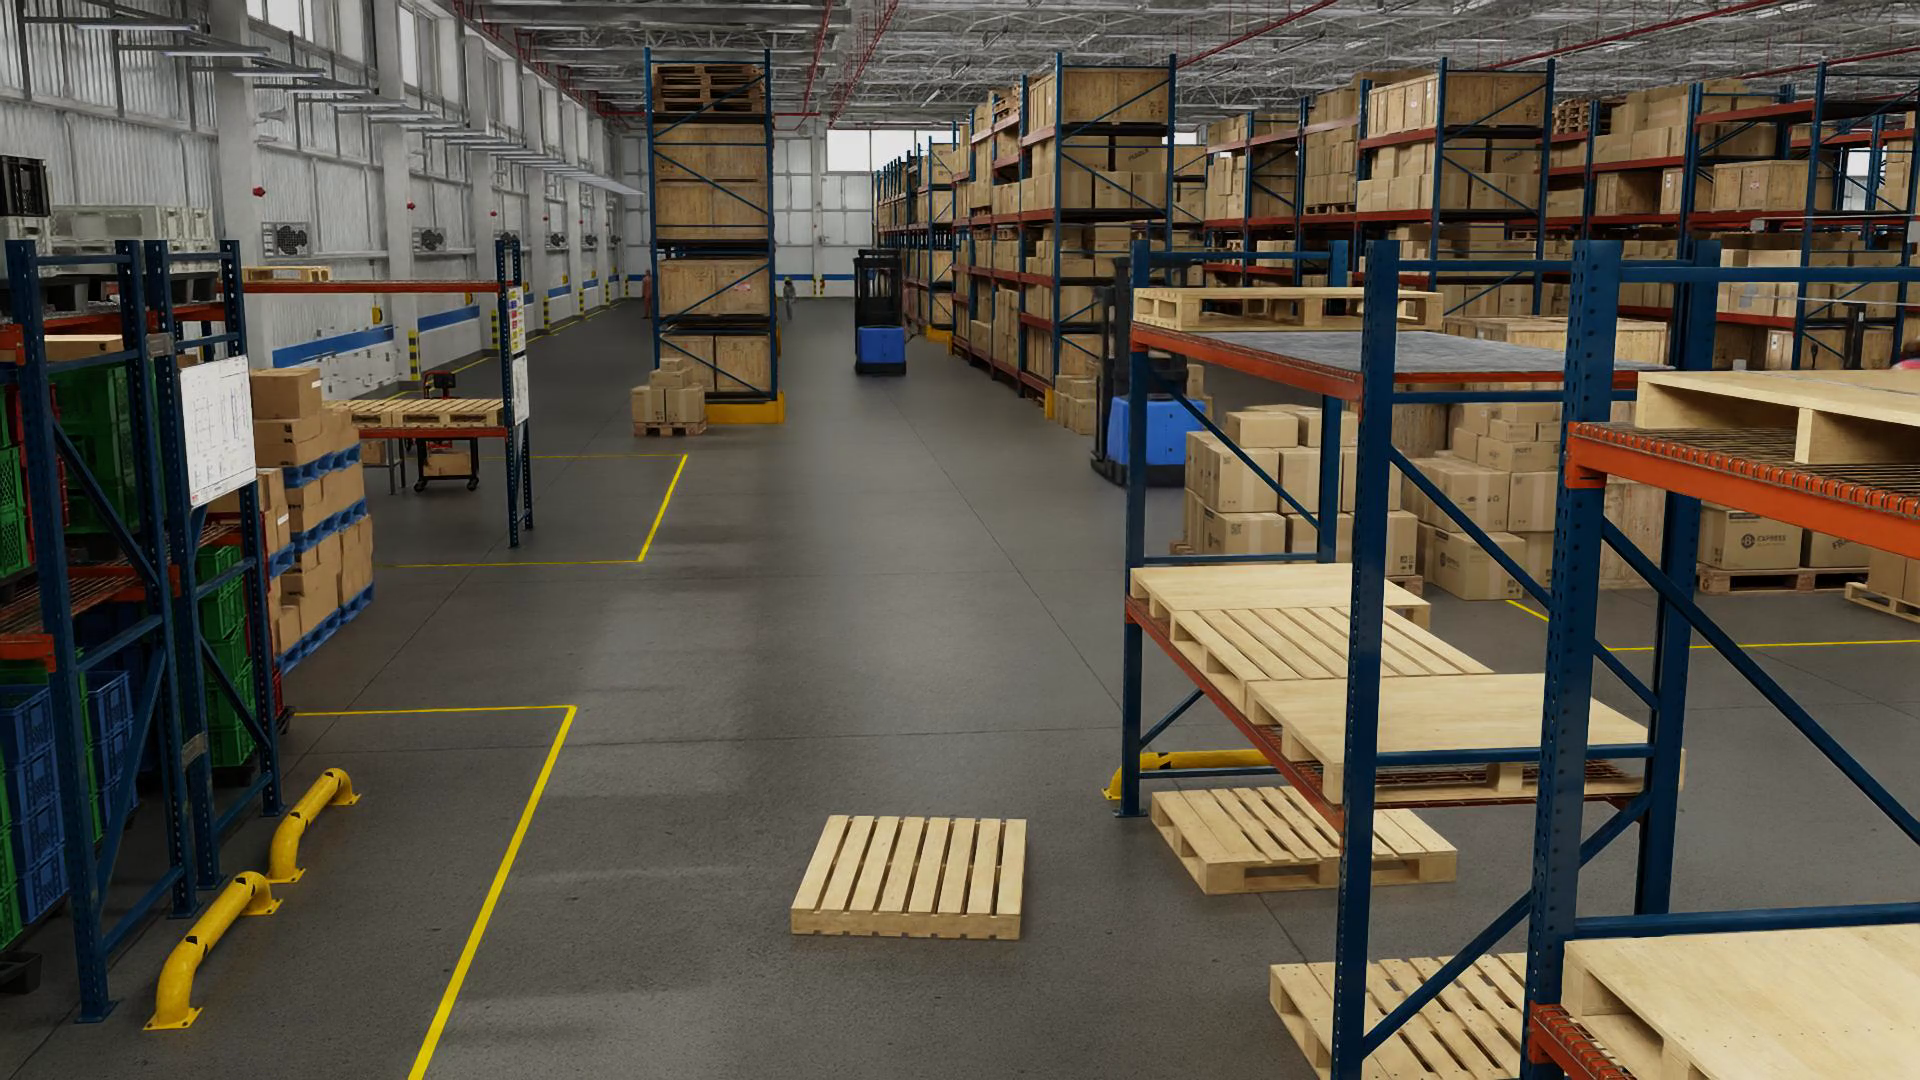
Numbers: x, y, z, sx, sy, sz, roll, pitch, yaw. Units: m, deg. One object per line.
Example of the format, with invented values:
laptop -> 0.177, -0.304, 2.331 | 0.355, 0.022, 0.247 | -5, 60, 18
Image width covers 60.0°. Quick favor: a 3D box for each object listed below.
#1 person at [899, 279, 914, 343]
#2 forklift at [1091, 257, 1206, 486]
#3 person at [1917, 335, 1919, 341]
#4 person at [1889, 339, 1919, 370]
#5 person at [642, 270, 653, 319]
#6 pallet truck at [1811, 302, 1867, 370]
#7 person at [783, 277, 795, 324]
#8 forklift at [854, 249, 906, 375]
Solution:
person -> -1.672, -6.728, 48.965 | 0.461, 1.885, 0.661 | -1, 10, -5
forklift -> 2.390, -2.157, 20.884 | 1.129, 2.768, 1.873 | -1, 10, -6
person -> 15.300, -2.631, 26.132 | 0.547, 1.934, 0.376 | 9, 13, 40
person -> 11.772, -1.560, 20.530 | 0.650, 1.819, 0.657 | 6, 12, 29
person -> -12.071, -9.524, 64.451 | 0.399, 1.893, 0.656 | 9, 13, 39
pallet truck -> 15.846, -3.142, 28.793 | 1.885, 1.965, 0.823 | 2, 10, 12
person -> -6.243, -8.755, 60.768 | 0.498, 1.690, 0.859 | 5, 11, 26
forklift -> -1.815, -5.166, 37.558 | 1.129, 2.768, 1.873 | -1, 10, -6
